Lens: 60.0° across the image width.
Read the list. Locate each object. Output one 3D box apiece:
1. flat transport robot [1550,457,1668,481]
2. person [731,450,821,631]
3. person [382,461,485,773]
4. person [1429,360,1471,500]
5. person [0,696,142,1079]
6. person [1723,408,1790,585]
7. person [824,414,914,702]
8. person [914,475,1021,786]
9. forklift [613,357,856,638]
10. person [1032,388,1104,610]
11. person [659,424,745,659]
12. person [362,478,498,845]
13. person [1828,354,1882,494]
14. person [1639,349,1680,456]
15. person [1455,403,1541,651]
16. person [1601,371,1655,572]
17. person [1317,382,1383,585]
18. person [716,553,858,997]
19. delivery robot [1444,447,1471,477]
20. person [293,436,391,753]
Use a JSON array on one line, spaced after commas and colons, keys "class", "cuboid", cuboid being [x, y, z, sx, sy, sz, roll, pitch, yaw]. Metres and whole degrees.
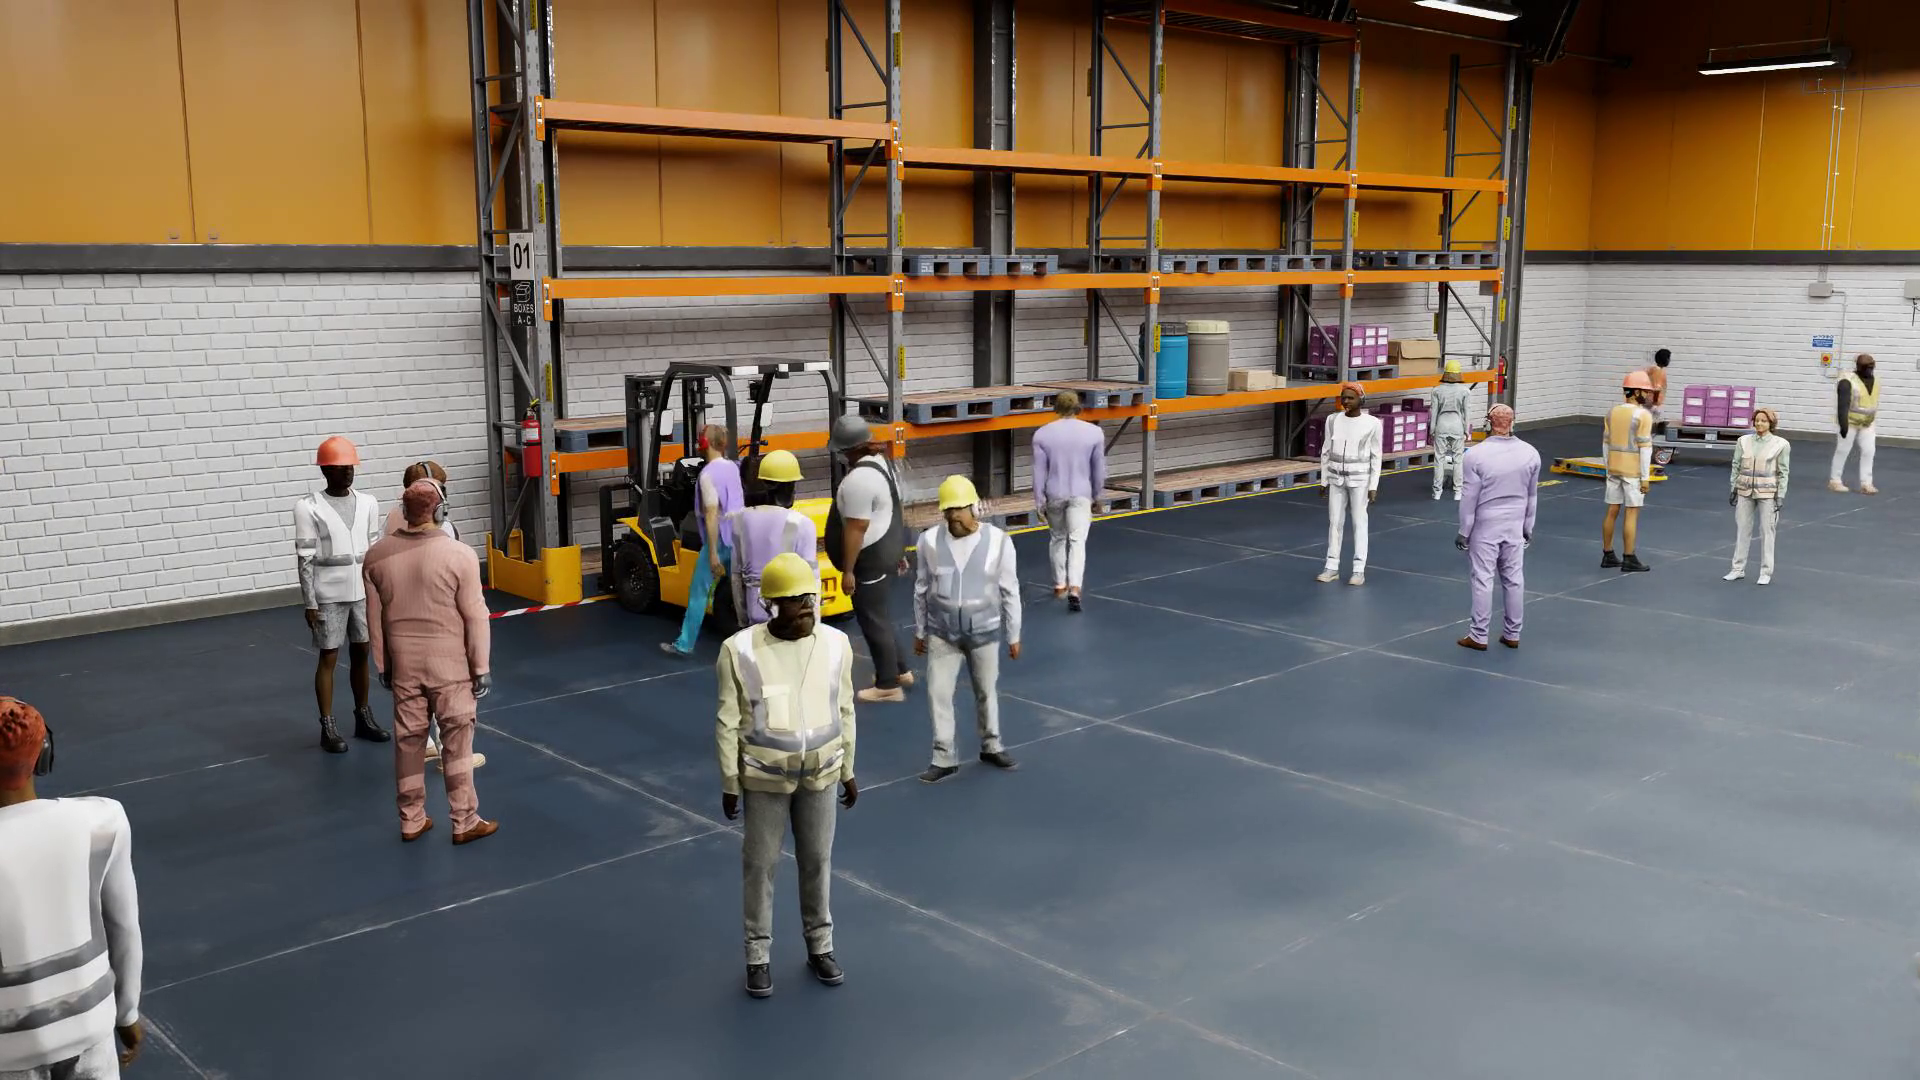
[{"class": "flat transport robot", "cuboid": [8.861, -0.972, 22.742, 0.652, 0.197, 1.431, -5, 11, -27]}, {"class": "person", "cuboid": [-1.046, 0.440, 9.633, 0.586, 1.928, 0.380, 5, 11, 29]}, {"class": "person", "cuboid": [-3.113, 0.451, 9.824, 0.627, 1.844, 0.429, 7, 12, 37]}, {"class": "person", "cuboid": [6.115, -1.372, 20.780, 0.494, 1.743, 0.309, 3, 10, 16]}, {"class": "person", "cuboid": [-2.487, 1.343, 4.478, 0.361, 1.882, 0.575, 8, 12, 39]}, {"class": "person", "cuboid": [7.409, -0.411, 15.445, 0.309, 1.645, 0.514, -9, 13, -41]}, {"class": "person", "cuboid": [-0.644, 0.099, 11.299, 0.567, 2.000, 0.706, 2, 10, 10]}, {"class": "person", "cuboid": [0.044, 0.511, 9.641, 0.629, 1.800, 0.544, 1, 10, 7]}, {"class": "forklift", "cuboid": [-1.847, -0.414, 13.852, 1.214, 2.155, 2.313, -9, 13, -42]}, {"class": "person", "cuboid": [0.930, -0.364, 14.440, 0.624, 1.906, 0.999, 1, 10, 8]}, {"class": "person", "cuboid": [-1.782, 0.034, 12.426, 0.949, 1.798, 0.577, 3, 10, 17]}, {"class": "person", "cuboid": [-2.712, 0.629, 8.594, 0.652, 1.905, 0.409, 2, 10, 11]}, {"class": "person", "cuboid": [11.460, -1.476, 21.228, 0.646, 1.797, 0.804, -2, 10, -10]}, {"class": "person", "cuboid": [10.493, -2.088, 25.277, 0.901, 1.645, 0.590, 1, 10, 3]}, {"class": "person", "cuboid": [4.123, -0.099, 12.850, 0.644, 1.907, 0.399, -2, 10, -12]}, {"class": "person", "cuboid": [6.461, -0.663, 16.074, 0.376, 1.934, 0.547, -4, 11, -24]}, {"class": "person", "cuboid": [3.605, -0.525, 15.411, 0.573, 1.883, 0.354, 7, 12, 34]}, {"class": "person", "cuboid": [-0.701, 0.957, 6.866, 0.600, 1.836, 0.404, -4, 10, -21]}, {"class": "delivery robot", "cuboid": [6.604, -0.961, 21.576, 0.477, 0.478, 0.707, -6, 11, -30]}, {"class": "person", "cuboid": [-3.795, 0.326, 10.258, 0.354, 1.942, 0.545, 8, 12, 38]}]
